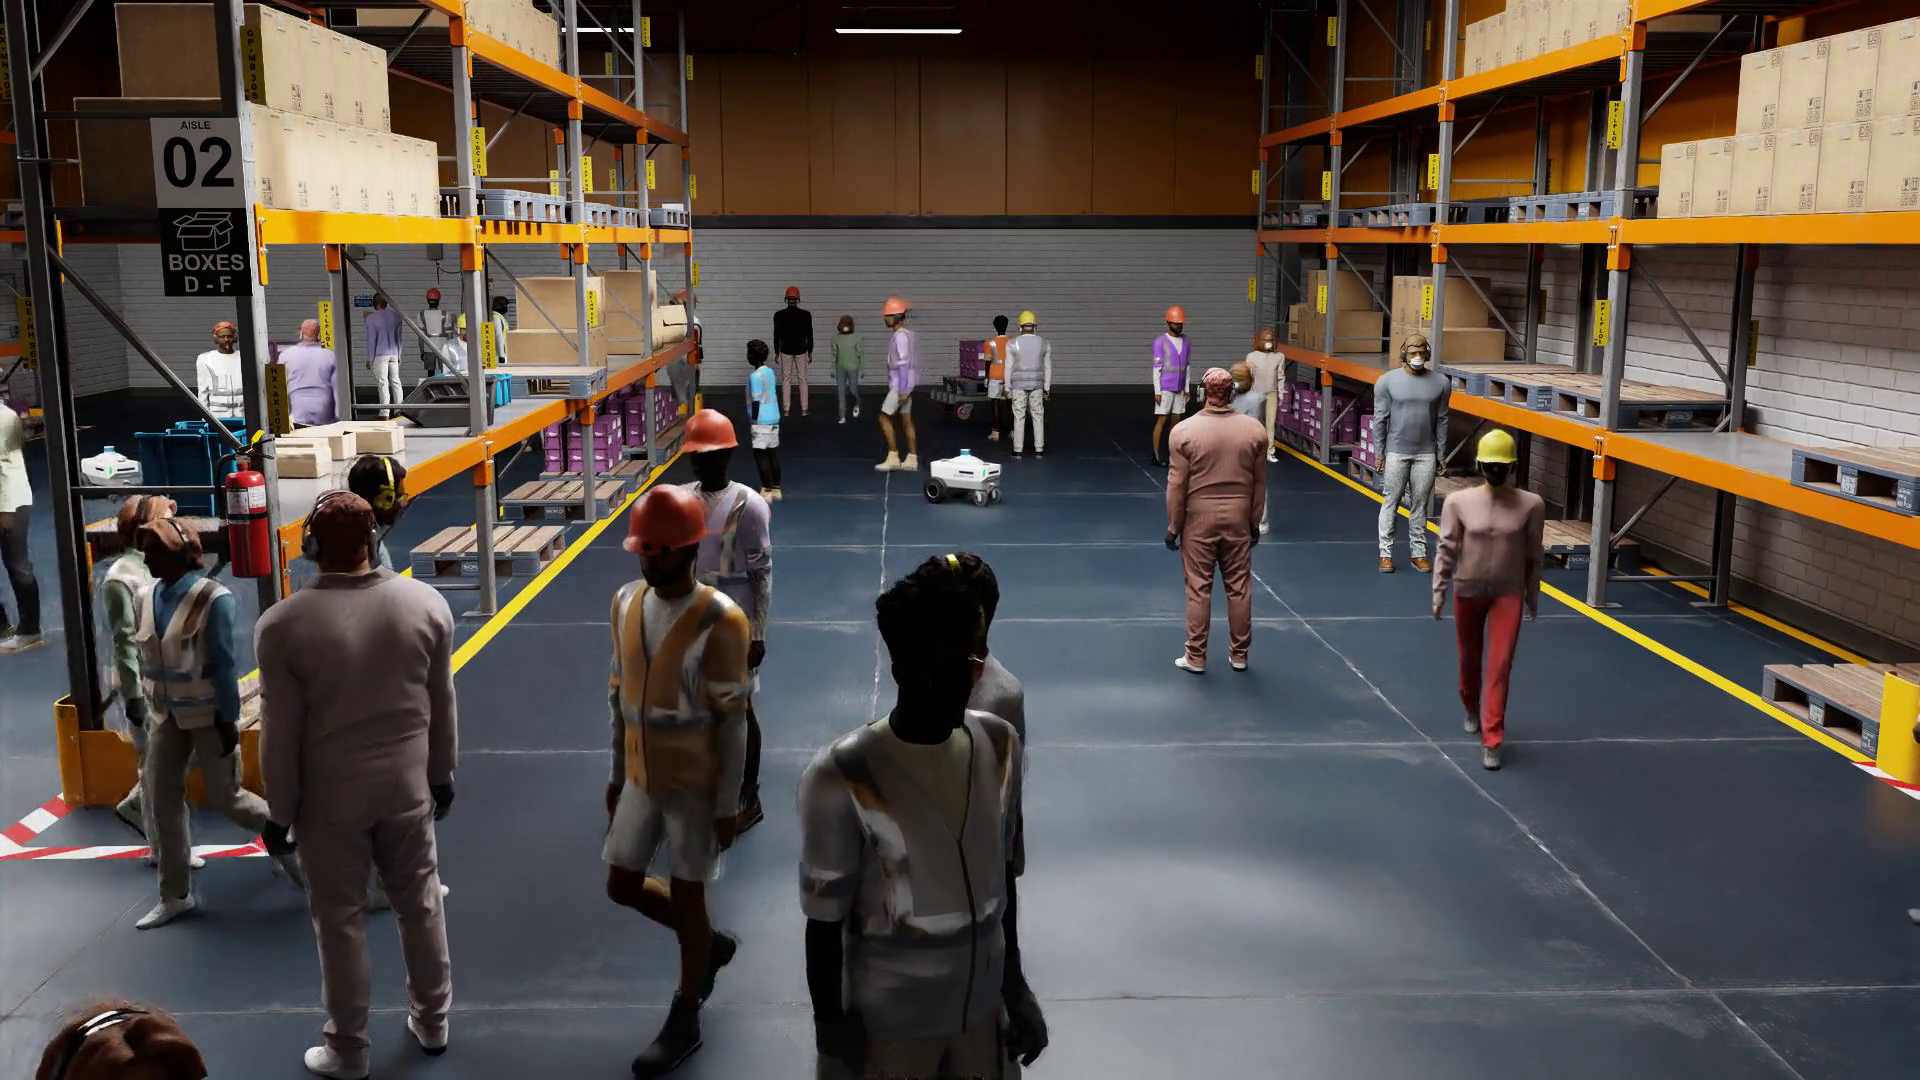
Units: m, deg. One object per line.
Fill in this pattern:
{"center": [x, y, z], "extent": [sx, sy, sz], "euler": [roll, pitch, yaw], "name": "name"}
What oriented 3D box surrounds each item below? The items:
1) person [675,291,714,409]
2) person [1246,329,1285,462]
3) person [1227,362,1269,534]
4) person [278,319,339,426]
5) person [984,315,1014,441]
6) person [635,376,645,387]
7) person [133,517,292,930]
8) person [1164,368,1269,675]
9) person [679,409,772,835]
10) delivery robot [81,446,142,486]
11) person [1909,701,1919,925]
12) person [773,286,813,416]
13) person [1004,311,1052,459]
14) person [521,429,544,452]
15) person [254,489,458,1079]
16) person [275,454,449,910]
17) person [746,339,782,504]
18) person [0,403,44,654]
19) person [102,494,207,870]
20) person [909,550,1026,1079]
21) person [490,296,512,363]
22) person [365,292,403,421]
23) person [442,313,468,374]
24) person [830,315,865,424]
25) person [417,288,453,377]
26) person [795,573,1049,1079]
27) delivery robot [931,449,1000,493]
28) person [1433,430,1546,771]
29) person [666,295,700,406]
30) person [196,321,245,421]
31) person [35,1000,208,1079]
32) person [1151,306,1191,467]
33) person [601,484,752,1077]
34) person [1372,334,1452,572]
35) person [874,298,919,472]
{"center": [-4.191, -2.970, 26.231], "extent": [0.804, 1.908, 0.571], "euler": [-4, 11, -21], "name": "person"}
{"center": [3.711, -1.749, 20.249], "extent": [0.498, 1.628, 0.277], "euler": [-2, 10, -9], "name": "person"}
{"center": [2.580, -0.821, 15.125], "extent": [0.664, 1.600, 0.516], "euler": [-5, 11, -27], "name": "person"}
{"center": [-6.764, -1.368, 17.395], "extent": [0.668, 1.883, 0.747], "euler": [-3, 11, -17], "name": "person"}
{"center": [0.567, -2.187, 22.494], "extent": [0.536, 1.694, 0.322], "euler": [-4, 11, -19], "name": "person"}
{"center": [-4.871, -2.787, 25.008], "extent": [0.392, 1.991, 0.612], "euler": [-1, 10, -6], "name": "person"}
{"center": [-3.024, 0.691, 6.662], "extent": [0.518, 1.619, 0.638], "euler": [4, 11, 19], "name": "person"}
{"center": [1.579, -0.114, 10.356], "extent": [0.642, 1.910, 0.401], "euler": [-2, 10, -9], "name": "person"}
{"center": [-1.118, 0.372, 7.560], "extent": [0.552, 1.937, 0.359], "euler": [6, 12, 31], "name": "person"}
{"center": [-8.845, -0.736, 17.326], "extent": [0.707, 0.478, 0.477], "euler": [8, 13, 39], "name": "delivery robot"}
{"center": [3.952, 0.667, 6.397], "extent": [0.533, 1.767, 0.325], "euler": [1, 10, 6], "name": "person"}
{"center": [-2.568, -2.906, 25.666], "extent": [0.613, 1.994, 0.382], "euler": [-2, 10, -9], "name": "person"}
{"center": [0.833, -1.913, 20.590], "extent": [0.602, 1.827, 0.404], "euler": [-2, 10, -9], "name": "person"}
{"center": [-5.454, -2.049, 21.351], "extent": [0.625, 1.836, 0.428], "euler": [-7, 12, -34], "name": "person"}
{"center": [-1.936, 0.785, 5.351], "extent": [0.652, 1.906, 0.403], "euler": [-10, 14, -44], "name": "person"}
{"center": [-2.434, 0.582, 6.662], "extent": [0.581, 1.844, 0.607], "euler": [-8, 13, -38], "name": "person"}
{"center": [-2.028, -1.215, 17.104], "extent": [0.321, 1.689, 0.532], "euler": [3, 11, 16], "name": "person"}
{"center": [-6.290, -0.225, 10.783], "extent": [0.631, 1.972, 0.524], "euler": [4, 11, 23], "name": "person"}
{"center": [-3.452, 0.605, 7.092], "extent": [0.397, 1.626, 0.534], "euler": [1, 10, 4], "name": "person"}
{"center": [0.011, 0.945, 4.580], "extent": [0.328, 1.865, 0.518], "euler": [-3, 11, -16], "name": "person"}
{"center": [-7.189, -2.898, 26.063], "extent": [0.429, 1.838, 0.620], "euler": [-3, 11, -17], "name": "person"}
{"center": [-8.597, -2.727, 24.825], "extent": [0.372, 1.940, 0.627], "euler": [6, 12, 30], "name": "person"}
{"center": [-5.937, -1.827, 20.111], "extent": [0.600, 1.827, 0.404], "euler": [-6, 12, -29], "name": "person"}
{"center": [-1.650, -2.545, 24.705], "extent": [0.526, 1.611, 0.540], "euler": [2, 10, 12], "name": "person"}
{"center": [-8.403, -3.062, 26.693], "extent": [0.544, 1.939, 0.354], "euler": [-2, 10, -11], "name": "person"}
{"center": [-0.075, 1.033, 3.796], "extent": [0.657, 1.963, 0.363], "euler": [-8, 13, -39], "name": "person"}
{"center": [0.055, -0.692, 17.083], "extent": [0.707, 0.478, 0.477], "euler": [7, 12, 33], "name": "delivery robot"}
{"center": [2.778, 0.262, 8.774], "extent": [0.540, 1.722, 0.908], "euler": [3, 11, 17], "name": "person"}
{"center": [-4.207, -2.735, 25.022], "extent": [0.637, 1.897, 0.957], "euler": [-5, 11, -24], "name": "person"}
{"center": [-7.371, -1.259, 16.801], "extent": [0.575, 1.883, 0.355], "euler": [-7, 13, -36], "name": "person"}
{"center": [-1.263, 1.436, 2.529], "extent": [0.584, 1.623, 0.517], "euler": [9, 14, 42], "name": "person"}
{"center": [2.543, -1.821, 19.838], "extent": [0.548, 1.927, 0.421], "euler": [-6, 12, -31], "name": "person"}
{"center": [-0.914, 0.760, 5.426], "extent": [0.573, 1.926, 0.504], "euler": [6, 12, 31], "name": "person"}
{"center": [3.661, -0.697, 13.517], "extent": [0.629, 1.940, 0.372], "euler": [0, 10, -1], "name": "person"}
{"center": [-0.779, -1.793, 19.369], "extent": [0.664, 2.020, 0.631], "euler": [1, 10, 4], "name": "person"}
